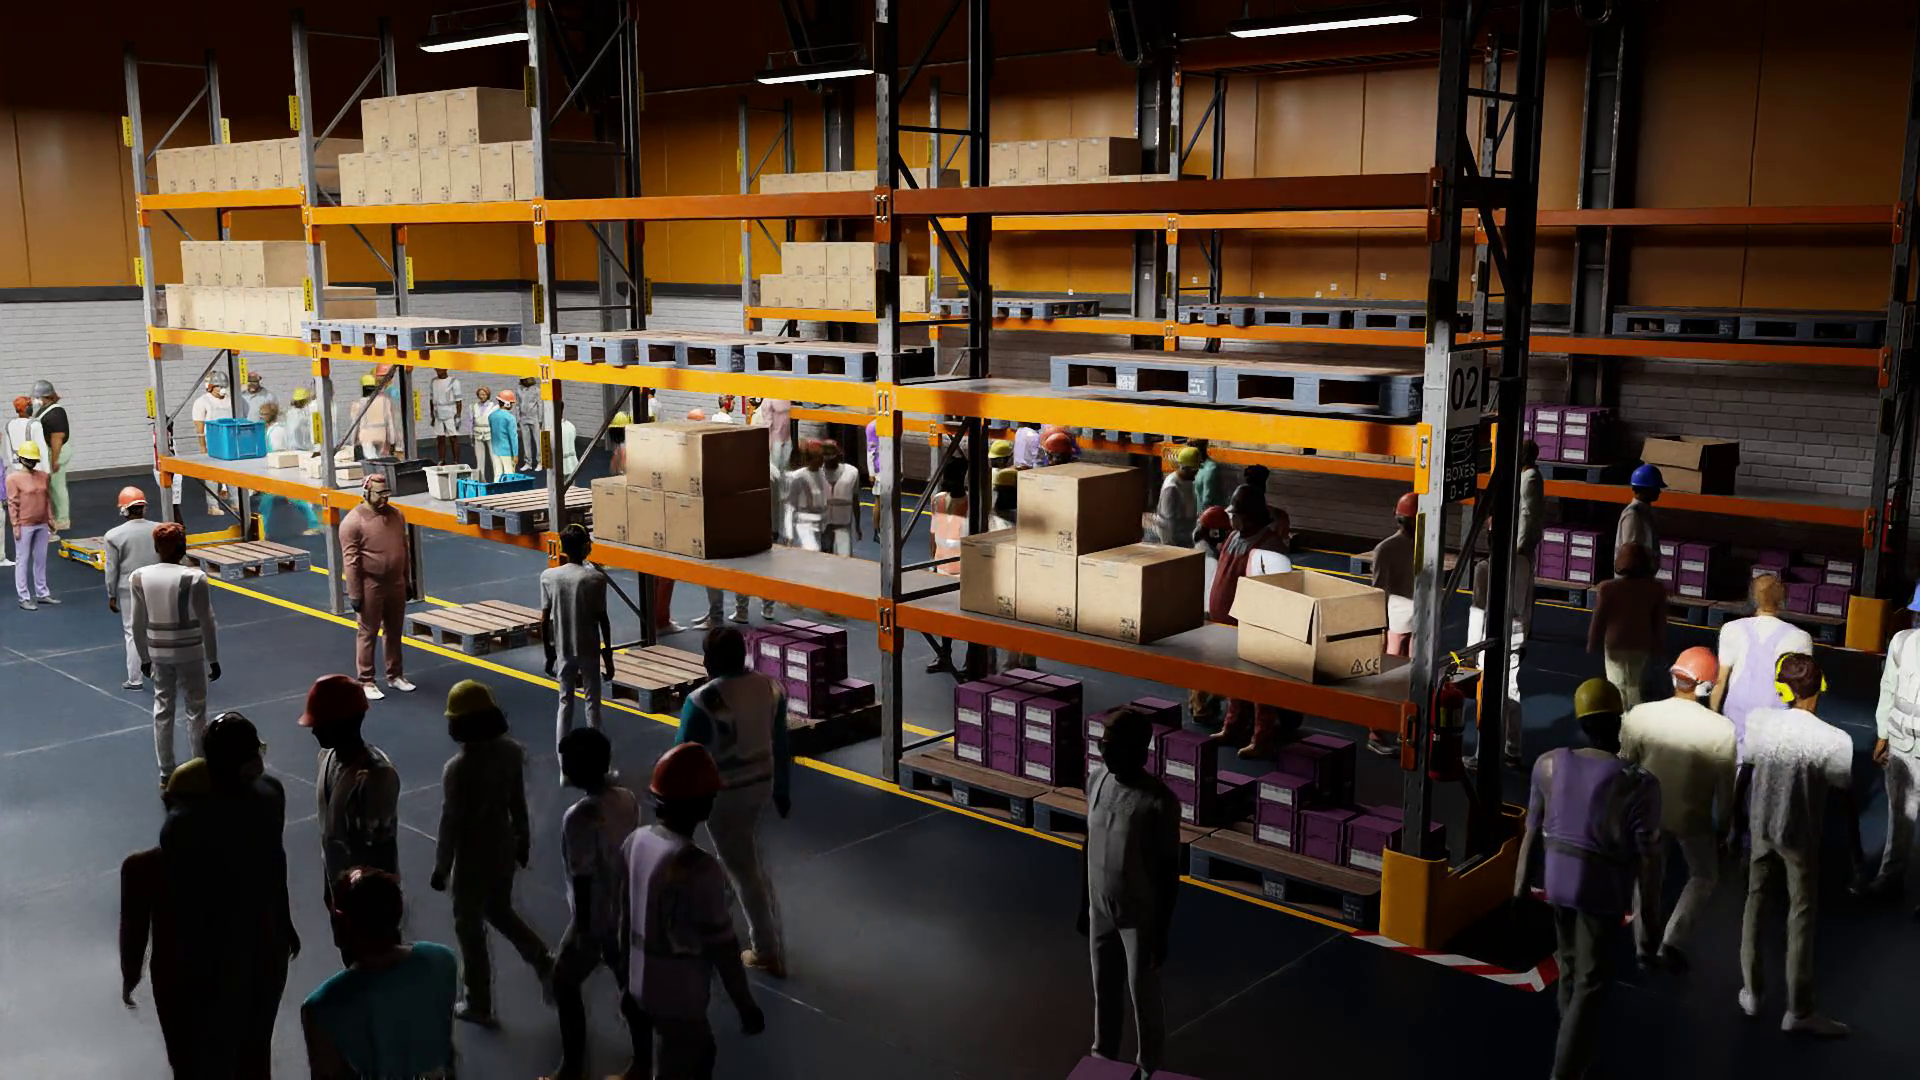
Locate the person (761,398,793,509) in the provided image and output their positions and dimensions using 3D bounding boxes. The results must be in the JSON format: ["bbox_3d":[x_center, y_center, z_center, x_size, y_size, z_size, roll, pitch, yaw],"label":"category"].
[{"bbox_3d":[-2.618,-1.427,24.049,0.361,1.939,0.635,5,11,26],"label":"person"}]

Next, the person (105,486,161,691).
[{"bbox_3d":[-7.001,0.411,14.207,0.350,1.744,0.566,9,14,42],"label":"person"}]

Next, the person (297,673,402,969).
[{"bbox_3d":[-2.683,1.528,7.367,0.543,1.931,0.388,9,13,41],"label":"person"}]

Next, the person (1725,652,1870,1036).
[{"bbox_3d":[4.021,1.459,8.002,0.347,1.852,0.683,-8,13,-37],"label":"person"}]

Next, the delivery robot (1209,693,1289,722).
[{"bbox_3d":[2.291,1.152,13.103,0.477,0.478,0.707,-6,11,-31],"label":"delivery robot"}]

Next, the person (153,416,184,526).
[{"bbox_3d":[-9.872,-0.719,20.729,0.315,1.696,0.541,-6,12,-30],"label":"person"}]

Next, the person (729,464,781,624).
[{"bbox_3d":[-2.116,-0.114,16.722,0.653,1.904,0.405,-6,12,-31],"label":"person"}]

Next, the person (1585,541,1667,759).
[{"bbox_3d":[4.924,0.801,12.341,0.497,1.611,0.495,0,10,-3],"label":"person"}]

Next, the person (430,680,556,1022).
[{"bbox_3d":[-2.259,1.516,8.014,0.544,1.715,0.501,5,11,25],"label":"person"}]

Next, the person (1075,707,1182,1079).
[{"bbox_3d":[0.706,1.610,7.138,0.343,1.847,0.507,-10,14,-43],"label":"person"}]

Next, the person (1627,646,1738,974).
[{"bbox_3d":[3.735,1.399,8.634,0.390,1.729,0.600,-10,14,-43],"label":"person"}]

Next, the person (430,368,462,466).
[{"bbox_3d":[-8.530,-2.063,27.561,0.602,1.967,0.370,4,11,20],"label":"person"}]

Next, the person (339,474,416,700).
[{"bbox_3d":[-4.852,0.383,13.947,0.400,1.900,0.636,5,11,28],"label":"person"}]

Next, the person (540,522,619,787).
[{"bbox_3d":[-2.670,0.803,11.636,0.521,1.870,0.319,2,10,10],"label":"person"}]

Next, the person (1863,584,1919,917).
[{"bbox_3d":[5.465,1.159,9.403,0.404,1.945,0.615,-5,11,-28],"label":"person"}]

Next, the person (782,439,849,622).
[{"bbox_3d":[-1.515,-0.118,16.969,0.980,1.841,0.580,7,12,35],"label":"person"}]

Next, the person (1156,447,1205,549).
[{"bbox_3d":[2.201,-0.054,16.687,0.522,1.792,0.610,5,11,27],"label":"person"}]

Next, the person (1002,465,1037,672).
[{"bbox_3d":[0.552,0.271,14.637,0.343,1.877,0.581,1,10,3],"label":"person"}]

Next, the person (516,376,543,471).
[{"bbox_3d":[-7.257,-2.022,28.004,0.489,1.731,0.325,2,10,13],"label":"person"}]

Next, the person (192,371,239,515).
[{"bbox_3d":[-10.399,-1.374,23.462,0.535,2.000,0.680,7,12,34],"label":"person"}]

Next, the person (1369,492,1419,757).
[{"bbox_3d":[3.308,0.619,12.354,0.618,1.986,0.408,-6,12,-30],"label":"person"}]

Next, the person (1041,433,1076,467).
[{"bbox_3d":[0.924,-0.044,16.067,0.380,1.994,0.618,-2,10,-9],"label":"person"}]

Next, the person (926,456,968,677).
[{"bbox_3d":[-0.030,0.226,14.642,0.600,1.958,0.377,7,12,34],"label":"person"}]

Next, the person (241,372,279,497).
[{"bbox_3d":[-10.593,-1.587,25.078,0.648,1.900,0.400,1,10,7],"label":"person"}]

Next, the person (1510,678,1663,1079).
[{"bbox_3d":[2.719,1.574,7.290,0.717,1.882,0.646,-7,12,-36],"label":"person"}]

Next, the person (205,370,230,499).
[{"bbox_3d":[-11.054,-1.576,24.925,0.377,1.931,0.645,-7,12,-33],"label":"person"}]

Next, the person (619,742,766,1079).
[{"bbox_3d":[-1.000,1.708,6.422,0.860,1.904,0.555,-7,12,-36],"label":"person"}]

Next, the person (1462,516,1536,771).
[{"bbox_3d":[3.882,0.745,11.979,0.579,1.870,0.341,-6,12,-31],"label":"person"}]

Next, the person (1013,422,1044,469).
[{"bbox_3d":[0.849,-0.705,19.992,0.377,1.929,0.585,-4,11,-23],"label":"person"}]

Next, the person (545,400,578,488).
[{"bbox_3d":[-4.951,-0.819,20.712,0.390,1.911,0.584,2,10,13],"label":"person"}]

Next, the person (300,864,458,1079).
[{"bbox_3d":[-1.798,1.945,5.315,0.499,1.820,0.575,7,12,36],"label":"person"}]

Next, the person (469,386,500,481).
[{"bbox_3d":[-7.317,-1.561,25.683,0.519,1.632,0.314,1,10,6],"label":"person"}]

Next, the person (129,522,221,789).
[{"bbox_3d":[-5.431,0.808,11.563,0.585,1.882,0.343,1,10,5],"label":"person"}]

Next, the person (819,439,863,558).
[{"bbox_3d":[-1.294,-0.132,17.053,0.598,1.819,0.501,-1,10,-7],"label":"person"}]

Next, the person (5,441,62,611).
[{"bbox_3d":[-9.679,-0.157,17.374,0.328,1.762,0.523,3,11,17],"label":"person"}]

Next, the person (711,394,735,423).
[{"bbox_3d":[-3.153,-1.046,22.189,0.393,1.836,0.560,-5,11,-27],"label":"person"}]

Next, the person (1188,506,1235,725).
[{"bbox_3d":[1.989,0.592,13.189,0.353,1.743,0.565,0,10,1],"label":"person"}]

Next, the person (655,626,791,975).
[{"bbox_3d":[-1.251,1.340,8.797,0.938,1.794,0.635,7,12,36],"label":"person"}]

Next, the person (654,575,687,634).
[{"bbox_3d":[-2.905,-0.025,16.224,0.397,1.908,0.599,-6,12,-31],"label":"person"}]

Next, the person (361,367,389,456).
[{"bbox_3d":[-9.940,-2.087,28.391,0.495,1.731,0.388,-6,12,-32],"label":"person"}]

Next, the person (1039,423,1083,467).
[{"bbox_3d":[1.234,-0.835,20.413,0.538,2.000,0.684,-1,10,-8],"label":"person"}]

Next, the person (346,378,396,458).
[{"bbox_3d":[-8.771,-1.496,24.687,1.043,1.840,0.650,2,10,12],"label":"person"}]

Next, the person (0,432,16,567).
[{"bbox_3d":[-11.400,-0.491,19.626,0.519,1.631,0.319,7,12,36],"label":"person"}]

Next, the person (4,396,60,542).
[{"bbox_3d":[-11.847,-0.895,21.195,0.574,1.885,0.355,3,10,14],"label":"person"}]

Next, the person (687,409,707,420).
[{"bbox_3d":[-3.290,-0.775,20.886,0.338,1.749,0.573,2,10,12],"label":"person"}]

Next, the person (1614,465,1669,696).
[{"bbox_3d":[5.743,0.327,14.107,0.389,1.948,0.609,5,11,28],"label":"person"}]

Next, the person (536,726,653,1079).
[{"bbox_3d":[-1.631,1.658,7.376,0.636,1.659,0.563,4,11,22],"label":"person"}]

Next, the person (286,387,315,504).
[{"bbox_3d":[-9.693,-1.417,24.647,0.502,1.723,0.648,1,10,4],"label":"person"}]

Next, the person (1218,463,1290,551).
[{"bbox_3d":[2.481,0.331,14.064,0.608,1.959,0.374,5,11,24],"label":"person"}]

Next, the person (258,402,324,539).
[{"bbox_3d":[-8.770,-0.897,21.502,0.999,1.797,0.521,-6,12,-29],"label":"person"}]

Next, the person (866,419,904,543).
[{"bbox_3d":[-0.930,-0.907,21.165,0.548,1.924,0.387,-9,14,-43],"label":"person"}]

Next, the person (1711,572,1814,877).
[{"bbox_3d":[4.860,1.100,10.110,0.554,1.815,0.677,6,12,29],"label":"person"}]

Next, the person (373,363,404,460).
[{"bbox_3d":[-8.663,-1.694,25.331,0.449,2.030,0.619,-5,11,-28],"label":"person"}]

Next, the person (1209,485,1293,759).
[{"bbox_3d":[2.103,0.594,12.334,0.536,2.000,0.688,-5,11,-25],"label":"person"}]

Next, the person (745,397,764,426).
[{"bbox_3d":[-2.954,-1.386,24.392,0.355,1.736,0.575,-3,11,-19],"label":"person"}]

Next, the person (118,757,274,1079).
[{"bbox_3d":[-3.080,1.735,6.716,0.561,1.750,0.357,-6,12,-32],"label":"person"}]

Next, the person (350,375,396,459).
[{"bbox_3d":[-8.703,-1.475,24.486,0.610,1.882,0.907,-10,14,-44],"label":"person"}]

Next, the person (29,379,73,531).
[{"bbox_3d":[-12.153,-1.151,22.197,0.536,2.000,0.685,-8,13,-37],"label":"person"}]

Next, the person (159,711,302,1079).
[{"bbox_3d":[-2.911,1.635,6.735,0.375,1.940,0.627,3,10,15],"label":"person"}]

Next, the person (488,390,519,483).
[{"bbox_3d":[-6.480,-1.277,23.770,0.573,1.738,0.352,8,13,38],"label":"person"}]
